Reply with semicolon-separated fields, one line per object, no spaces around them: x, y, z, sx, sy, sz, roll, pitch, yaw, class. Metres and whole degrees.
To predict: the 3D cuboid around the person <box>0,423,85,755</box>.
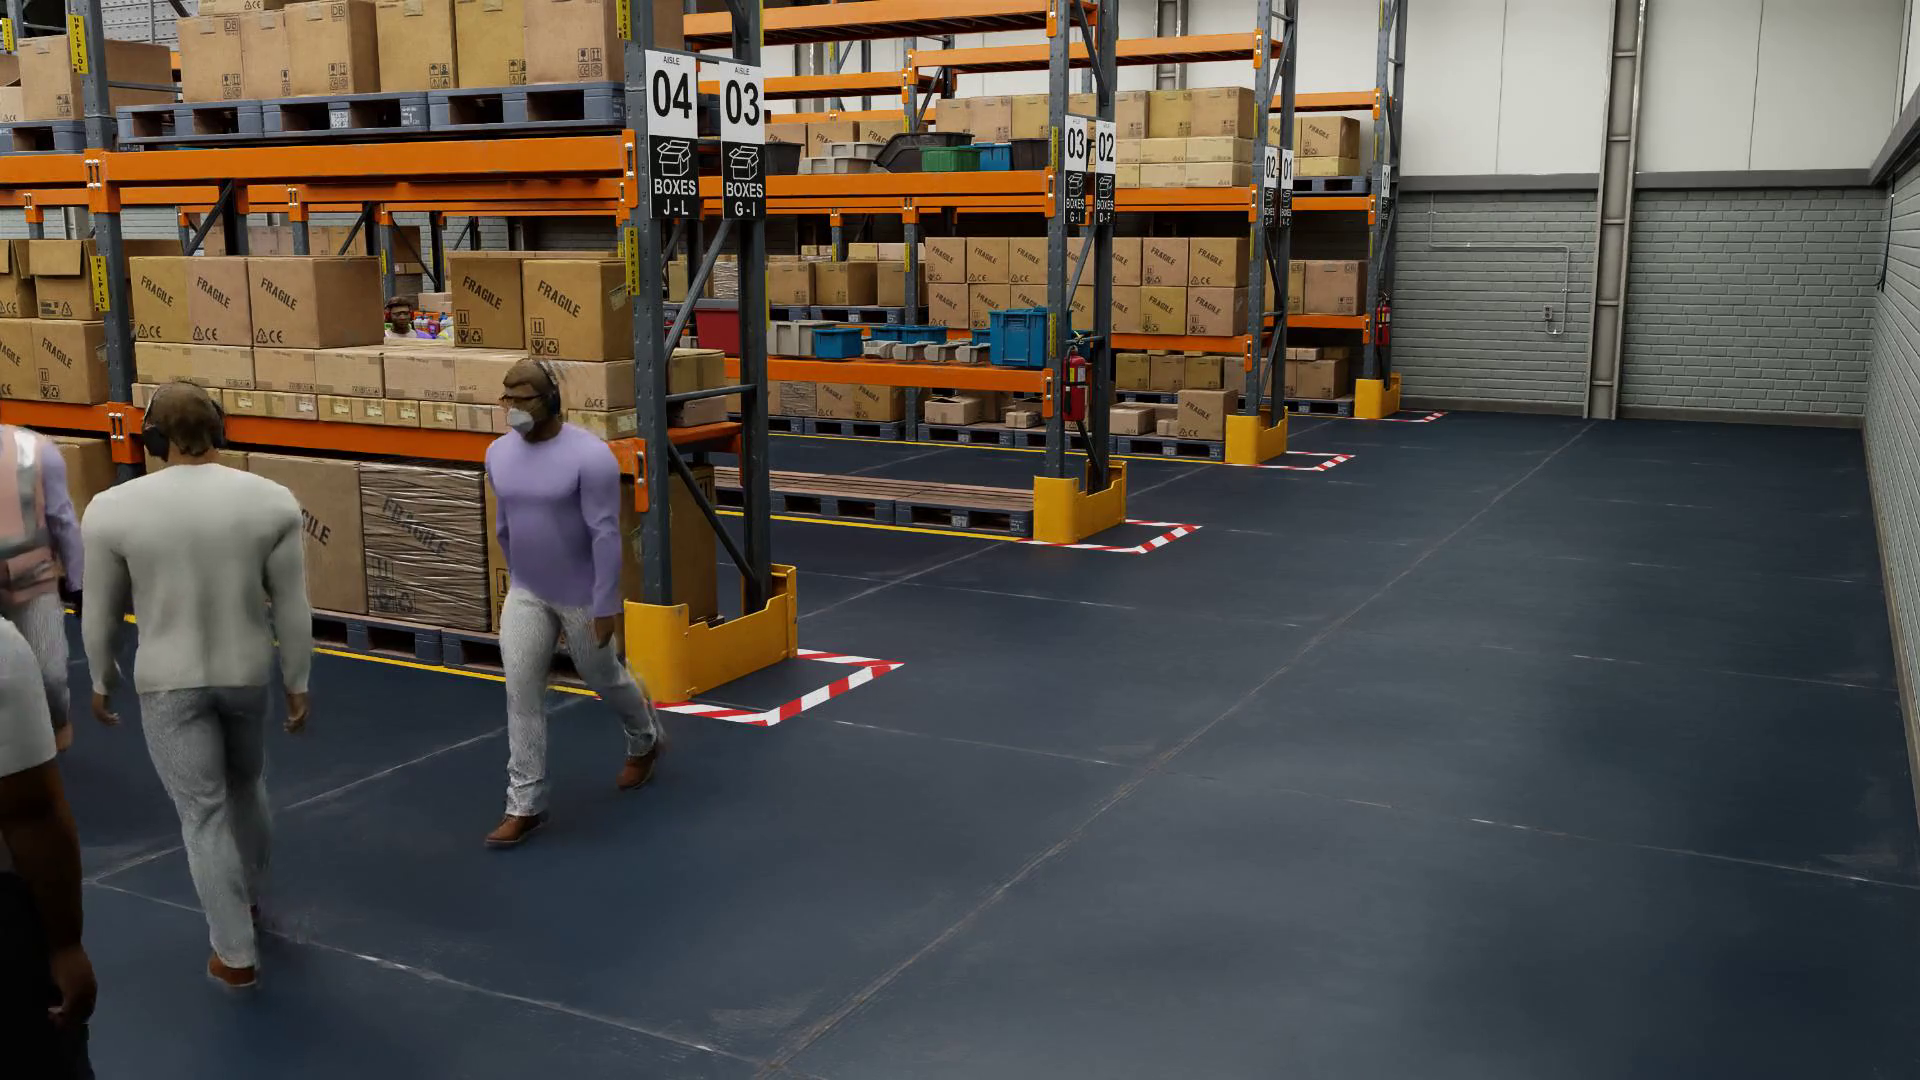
-3.989;0.196;6.906;0.669;1.814;0.657;-5;11;-24;person

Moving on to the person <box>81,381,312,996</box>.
-2.453;0.442;5.338;0.631;1.898;0.906;-9;13;-39;person

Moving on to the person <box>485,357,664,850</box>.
-1.570;0.197;6.694;0.638;1.893;1.034;4;11;21;person

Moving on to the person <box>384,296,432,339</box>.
-4.721;-1.140;14.093;0.572;1.843;0.373;-9;13;-39;person

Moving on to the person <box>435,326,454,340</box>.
-4.131;-1.141;14.110;0.429;1.843;0.632;7;13;34;person
